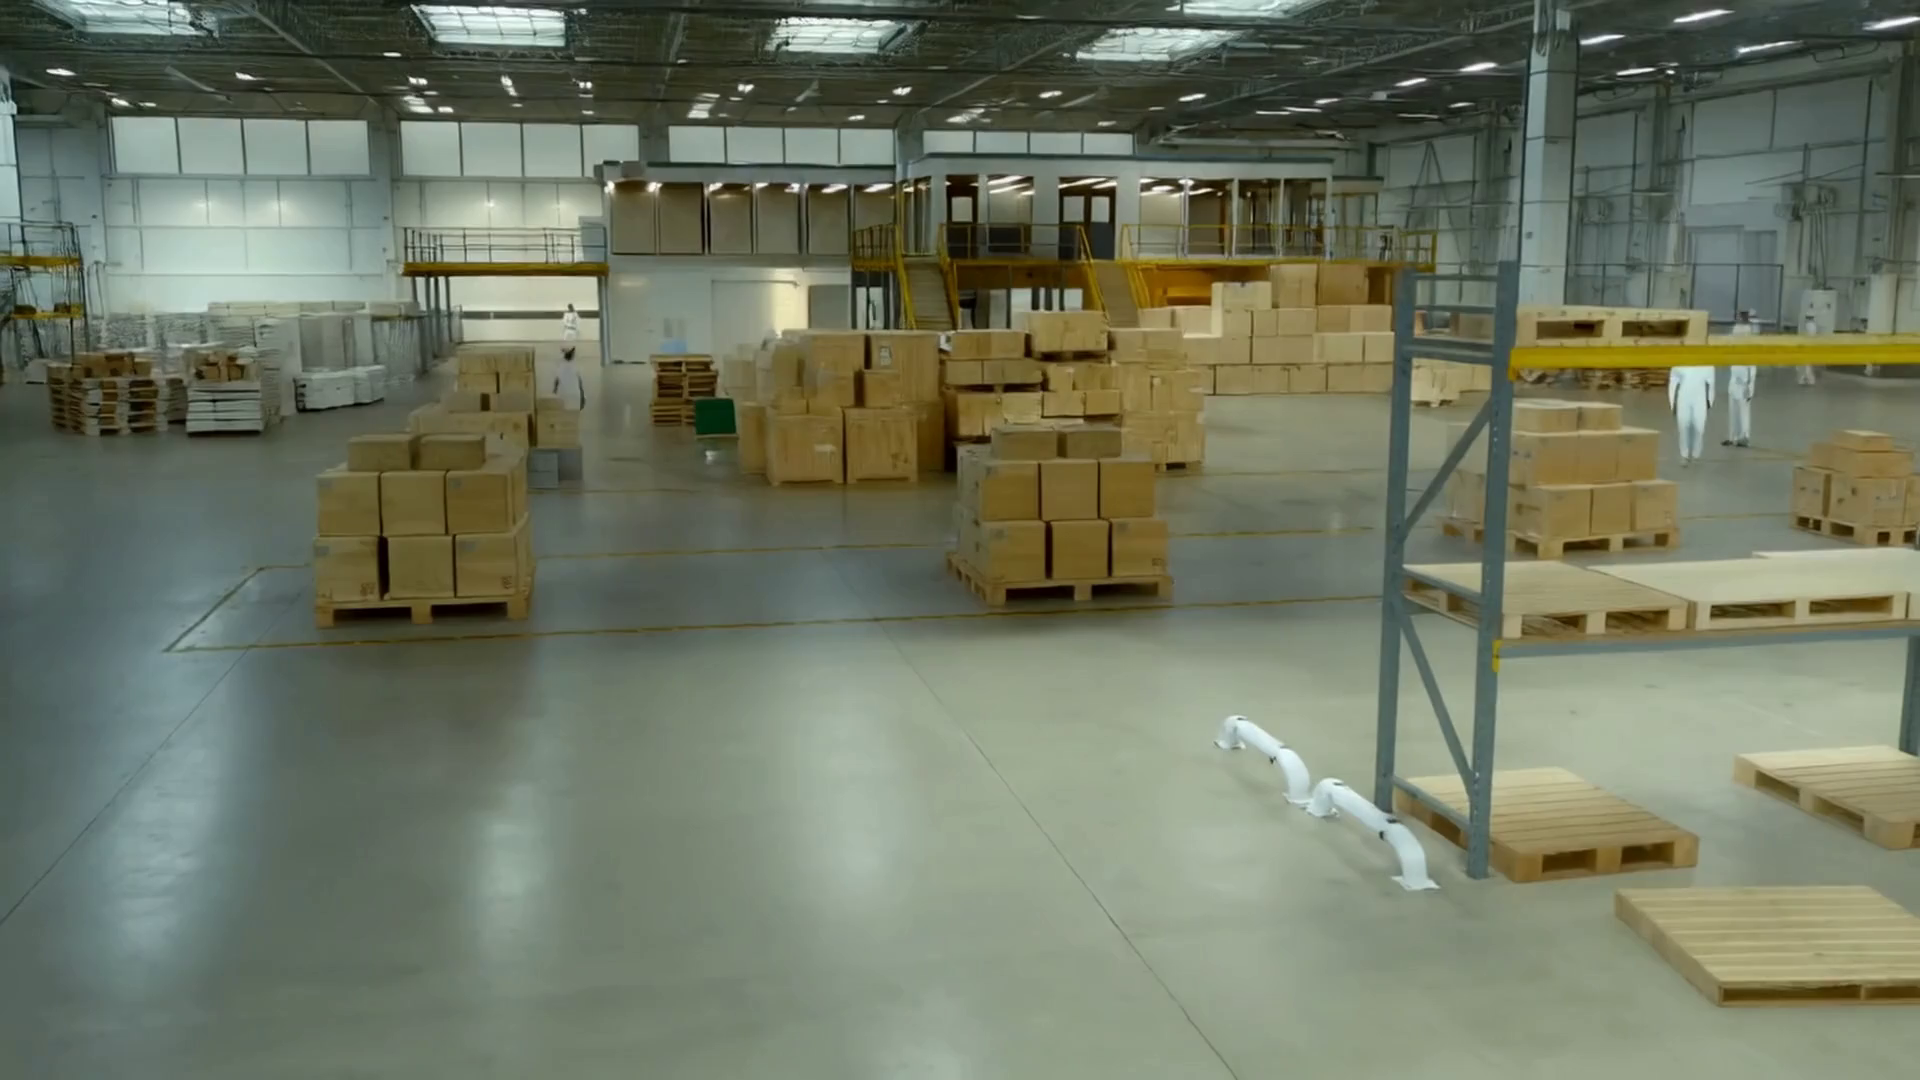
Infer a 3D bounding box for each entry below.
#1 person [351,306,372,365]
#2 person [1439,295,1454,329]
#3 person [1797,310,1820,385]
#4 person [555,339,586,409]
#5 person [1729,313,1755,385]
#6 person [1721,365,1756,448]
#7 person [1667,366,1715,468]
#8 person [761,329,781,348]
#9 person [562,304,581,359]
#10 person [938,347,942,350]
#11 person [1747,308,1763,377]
[{"bbox_3d":[-15.037,-4.886,41.983,0.608,2.034,0.397,3,10,15],"label":"person"},{"bbox_3d":[18.196,-8.149,62.103,0.633,1.959,0.879,-1,9,-3],"label":"person"},{"bbox_3d":[21.828,-4.945,42.757,0.550,1.904,0.901,0,9,1],"label":"person"},{"bbox_3d":[-6.180,-2.266,26.538,0.494,1.857,0.552,6,11,32],"label":"person"},{"bbox_3d":[19.220,-4.625,40.829,0.945,1.880,0.617,-7,12,-37],"label":"person"},{"bbox_3d":[13.006,-2.404,27.738,0.294,1.744,0.484,-3,10,-19],"label":"person"},{"bbox_3d":[10.971,-2.039,24.970,0.663,1.914,0.783,3,10,20],"label":"person"},{"bbox_3d":[-3.064,-2.444,27.209,0.383,1.993,0.622,0,9,-3],"label":"person"},{"bbox_3d":[-12.500,-6.689,53.568,0.591,1.847,0.956,-1,9,-8],"label":"person"},{"bbox_3d":[-0.324,-2.293,27.153,0.943,1.707,0.538,-4,10,-23],"label":"person"},{"bbox_3d":[21.764,-5.438,45.764,0.629,1.898,1.024,0,9,-2],"label":"person"}]
